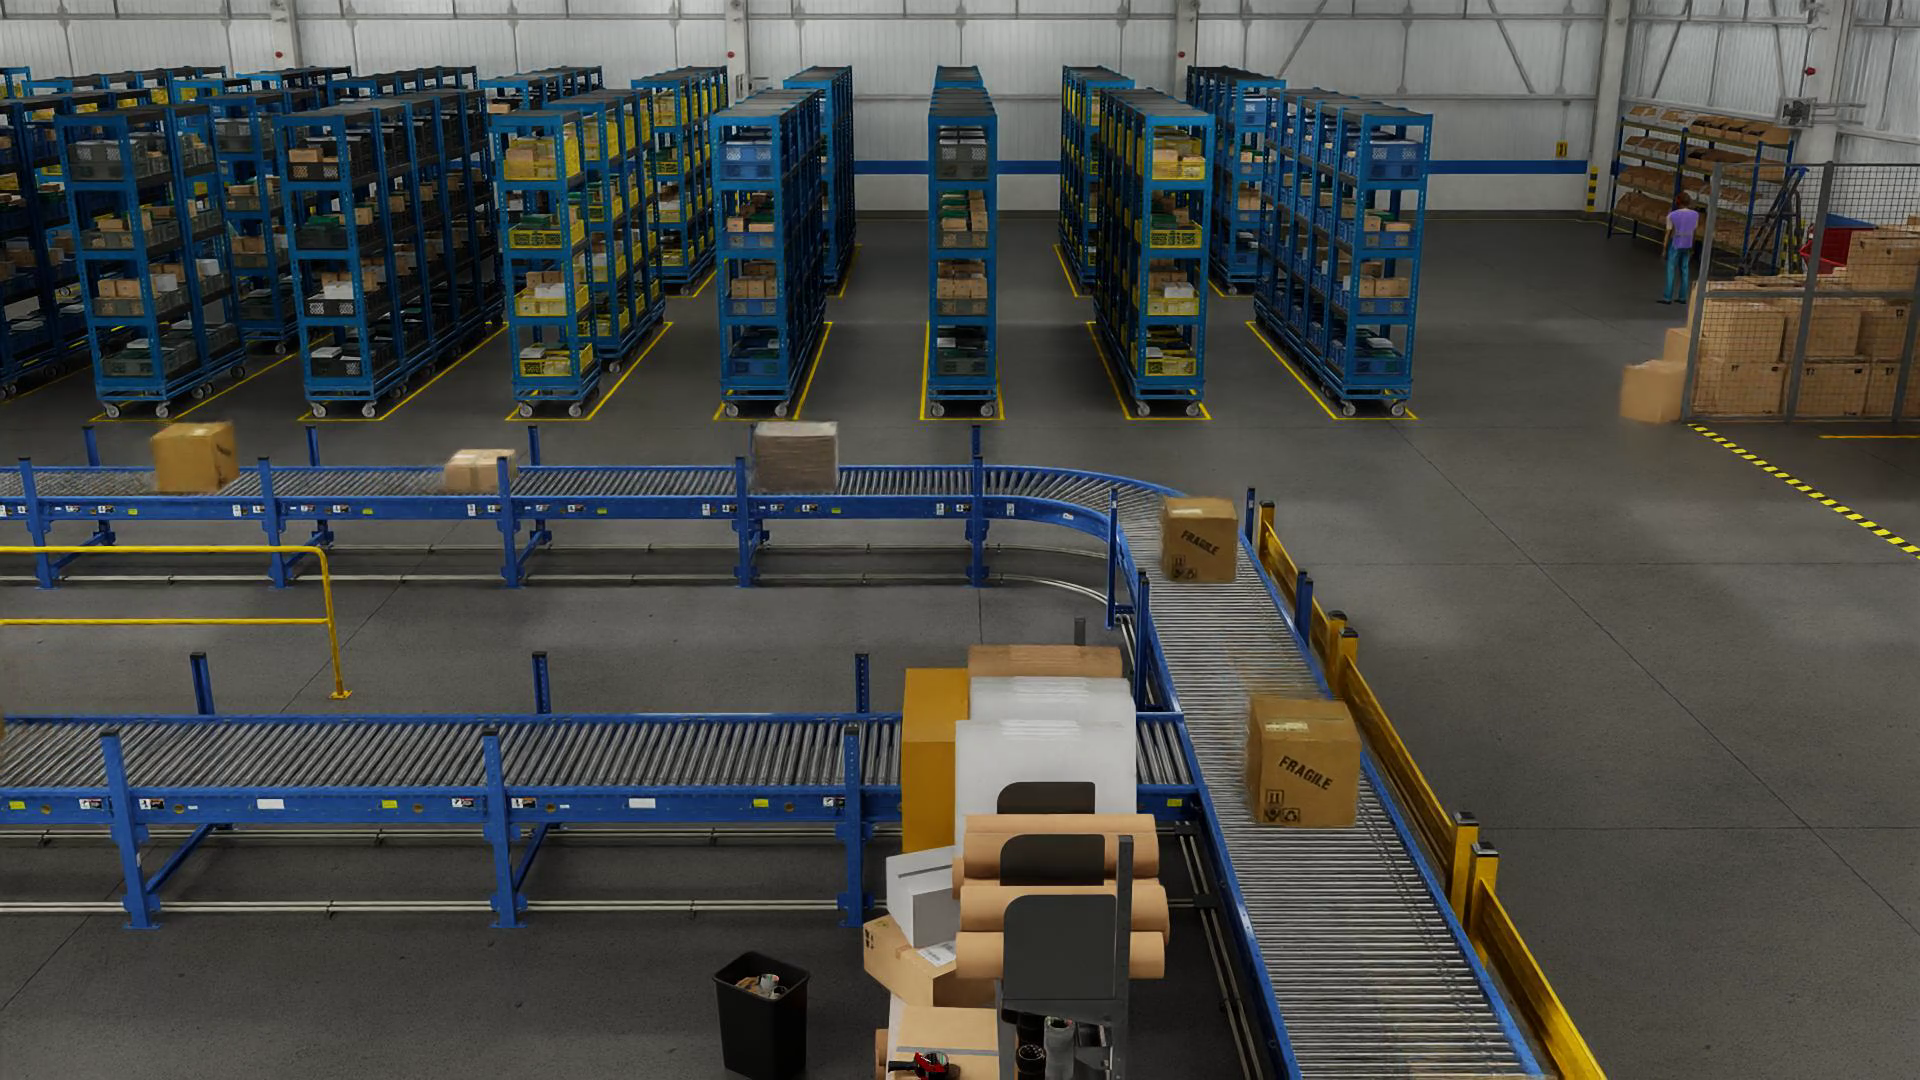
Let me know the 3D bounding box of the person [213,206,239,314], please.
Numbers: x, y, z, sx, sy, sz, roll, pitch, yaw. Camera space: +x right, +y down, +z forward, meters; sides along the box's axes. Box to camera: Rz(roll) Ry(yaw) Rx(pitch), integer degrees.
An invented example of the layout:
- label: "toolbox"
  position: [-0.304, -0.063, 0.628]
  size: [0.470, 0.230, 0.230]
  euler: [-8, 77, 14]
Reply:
- label: "person"
  position: [-11.747, -4.554, 26.719]
  size: [0.404, 1.821, 0.590]
  euler: [-12, 22, -33]

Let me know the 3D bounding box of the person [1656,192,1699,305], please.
- label: "person"
  position: [11.894, -4.811, 27.495]
  size: [0.561, 1.836, 0.392]
  euler: [-4, 18, -12]
